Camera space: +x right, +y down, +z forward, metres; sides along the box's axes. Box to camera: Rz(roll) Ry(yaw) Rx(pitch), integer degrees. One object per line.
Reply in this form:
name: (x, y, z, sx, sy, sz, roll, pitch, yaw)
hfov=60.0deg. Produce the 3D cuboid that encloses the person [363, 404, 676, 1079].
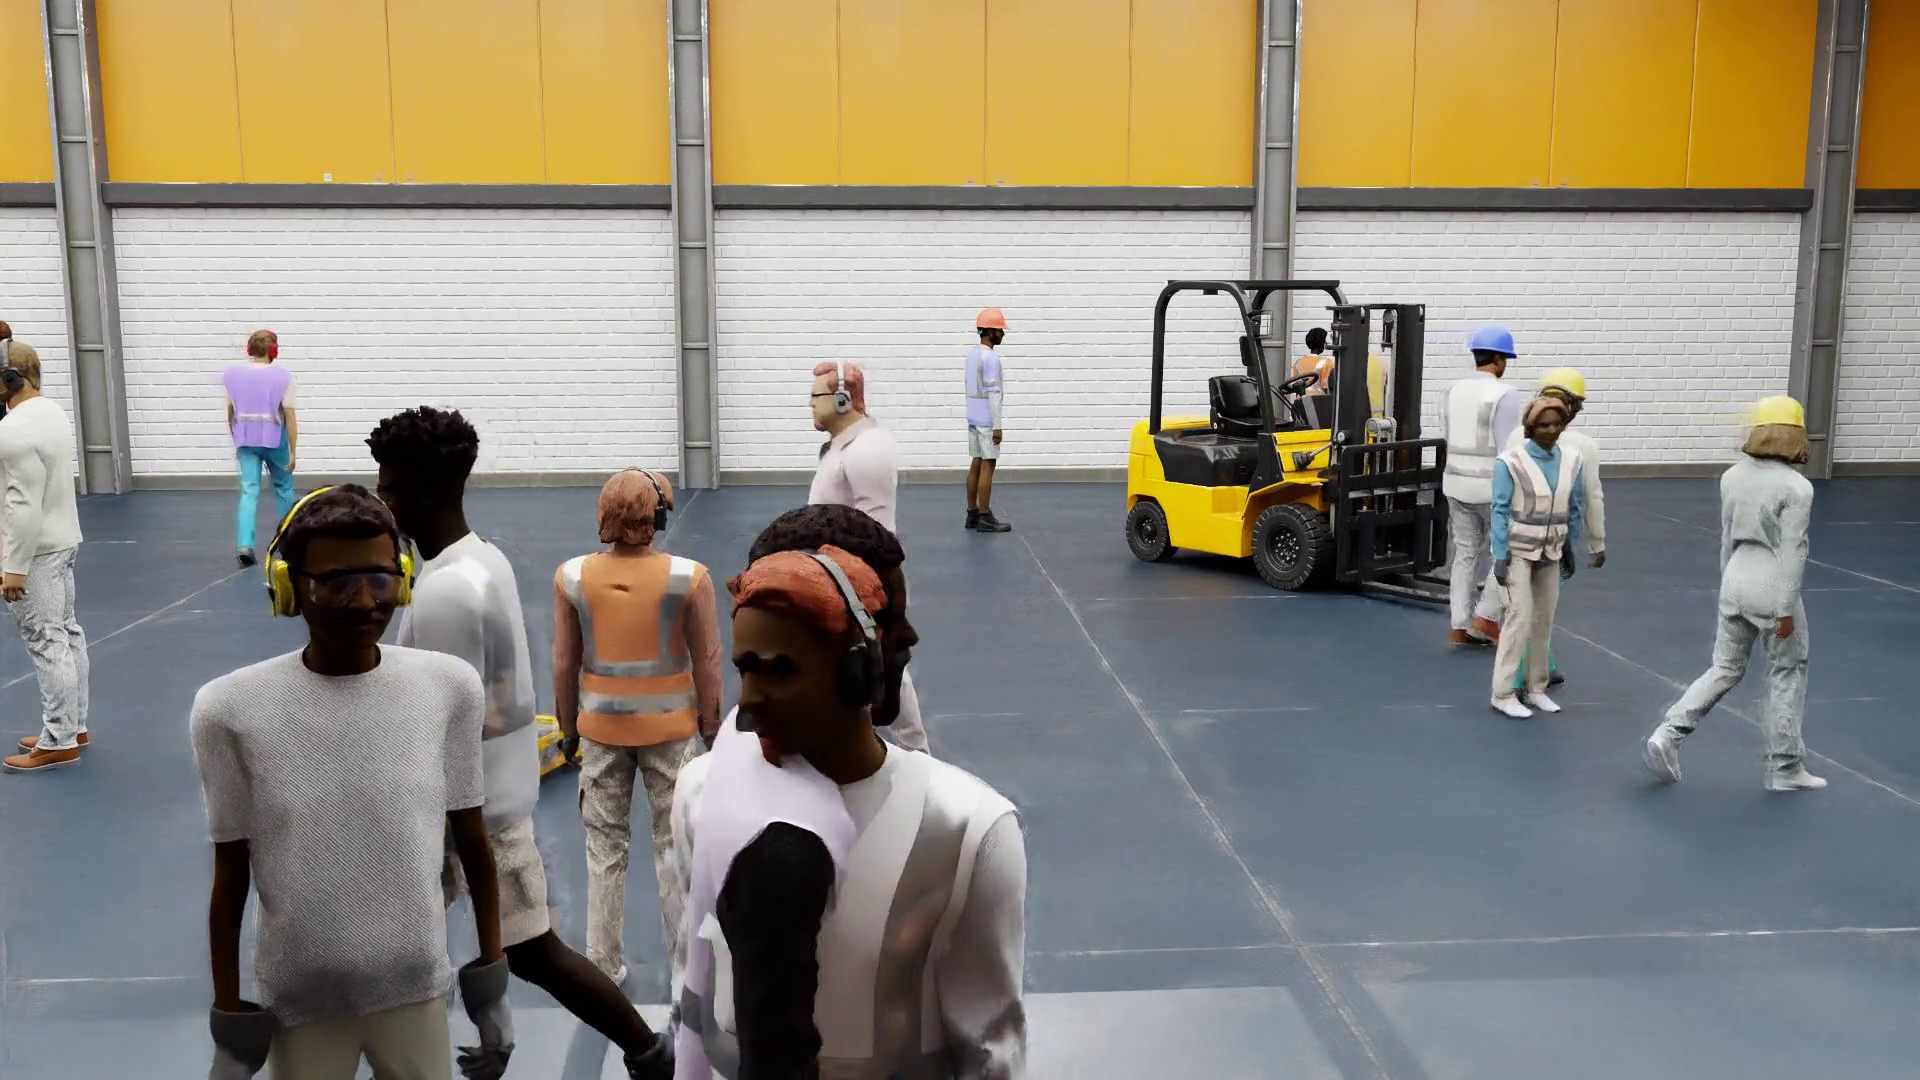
person: (-1.142, 0.623, 4.108, 1.015, 1.924, 0.618, -2, 9, -14)

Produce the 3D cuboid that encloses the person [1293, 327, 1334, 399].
person: (3.572, -1.301, 16.827, 0.320, 1.694, 0.531, -5, 10, -29)

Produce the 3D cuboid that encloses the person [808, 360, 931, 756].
person: (-0.541, 0.187, 6.973, 0.976, 1.855, 0.670, -1, 9, -8)

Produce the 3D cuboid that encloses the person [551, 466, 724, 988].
person: (-0.973, 0.598, 5.058, 0.521, 1.639, 0.311, 1, 9, 5)

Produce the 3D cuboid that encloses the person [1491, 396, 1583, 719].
person: (2.873, 0.091, 8.305, 0.520, 1.620, 0.408, -3, 10, -20)

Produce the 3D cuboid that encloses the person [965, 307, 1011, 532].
person: (0.248, -1.036, 14.388, 0.375, 1.935, 0.551, -4, 10, -22)

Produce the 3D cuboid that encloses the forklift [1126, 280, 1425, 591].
forklift: (2.301, -0.860, 12.475, 1.214, 2.155, 2.313, -6, 11, -35)

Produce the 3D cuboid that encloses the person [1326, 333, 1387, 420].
person: (3.167, -0.804, 13.296, 0.653, 1.824, 0.495, -7, 11, -37)

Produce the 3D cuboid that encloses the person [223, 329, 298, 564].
person: (-5.404, -0.730, 12.899, 0.566, 1.805, 0.930, -1, 9, -5)

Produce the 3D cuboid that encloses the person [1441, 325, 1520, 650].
person: (3.081, -0.297, 9.794, 0.476, 1.919, 0.626, -4, 10, -24)

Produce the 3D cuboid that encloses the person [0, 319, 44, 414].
person: (-8.163, -0.962, 14.227, 0.429, 1.844, 0.627, 7, 11, 38)

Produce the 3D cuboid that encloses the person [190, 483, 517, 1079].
person: (-1.050, 0.826, 2.927, 0.523, 1.869, 0.357, -5, 10, -28)

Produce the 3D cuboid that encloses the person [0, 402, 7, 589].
person: (-6.844, -0.597, 11.480, 0.392, 1.986, 0.610, 2, 9, 14)

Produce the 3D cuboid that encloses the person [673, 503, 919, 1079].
person: (-0.291, 0.879, 2.482, 0.644, 1.899, 0.604, -1, 9, -6)

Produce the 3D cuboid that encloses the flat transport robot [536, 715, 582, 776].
flat transport robot: (-2.172, 0.958, 7.081, 0.652, 0.197, 1.431, 3, 10, 18)

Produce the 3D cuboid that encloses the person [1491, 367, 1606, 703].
person: (3.108, -0.027, 8.661, 0.738, 1.729, 0.568, -6, 11, -33)

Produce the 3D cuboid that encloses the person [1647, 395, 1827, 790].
person: (3.365, 0.237, 7.121, 0.685, 1.712, 0.494, -3, 10, -20)

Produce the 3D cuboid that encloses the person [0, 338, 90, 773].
person: (-4.149, 0.068, 7.457, 0.373, 1.938, 0.630, -3, 9, -15)

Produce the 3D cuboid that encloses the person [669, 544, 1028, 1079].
person: (-0.167, 0.926, 2.379, 0.598, 1.886, 0.704, 4, 10, 22)
